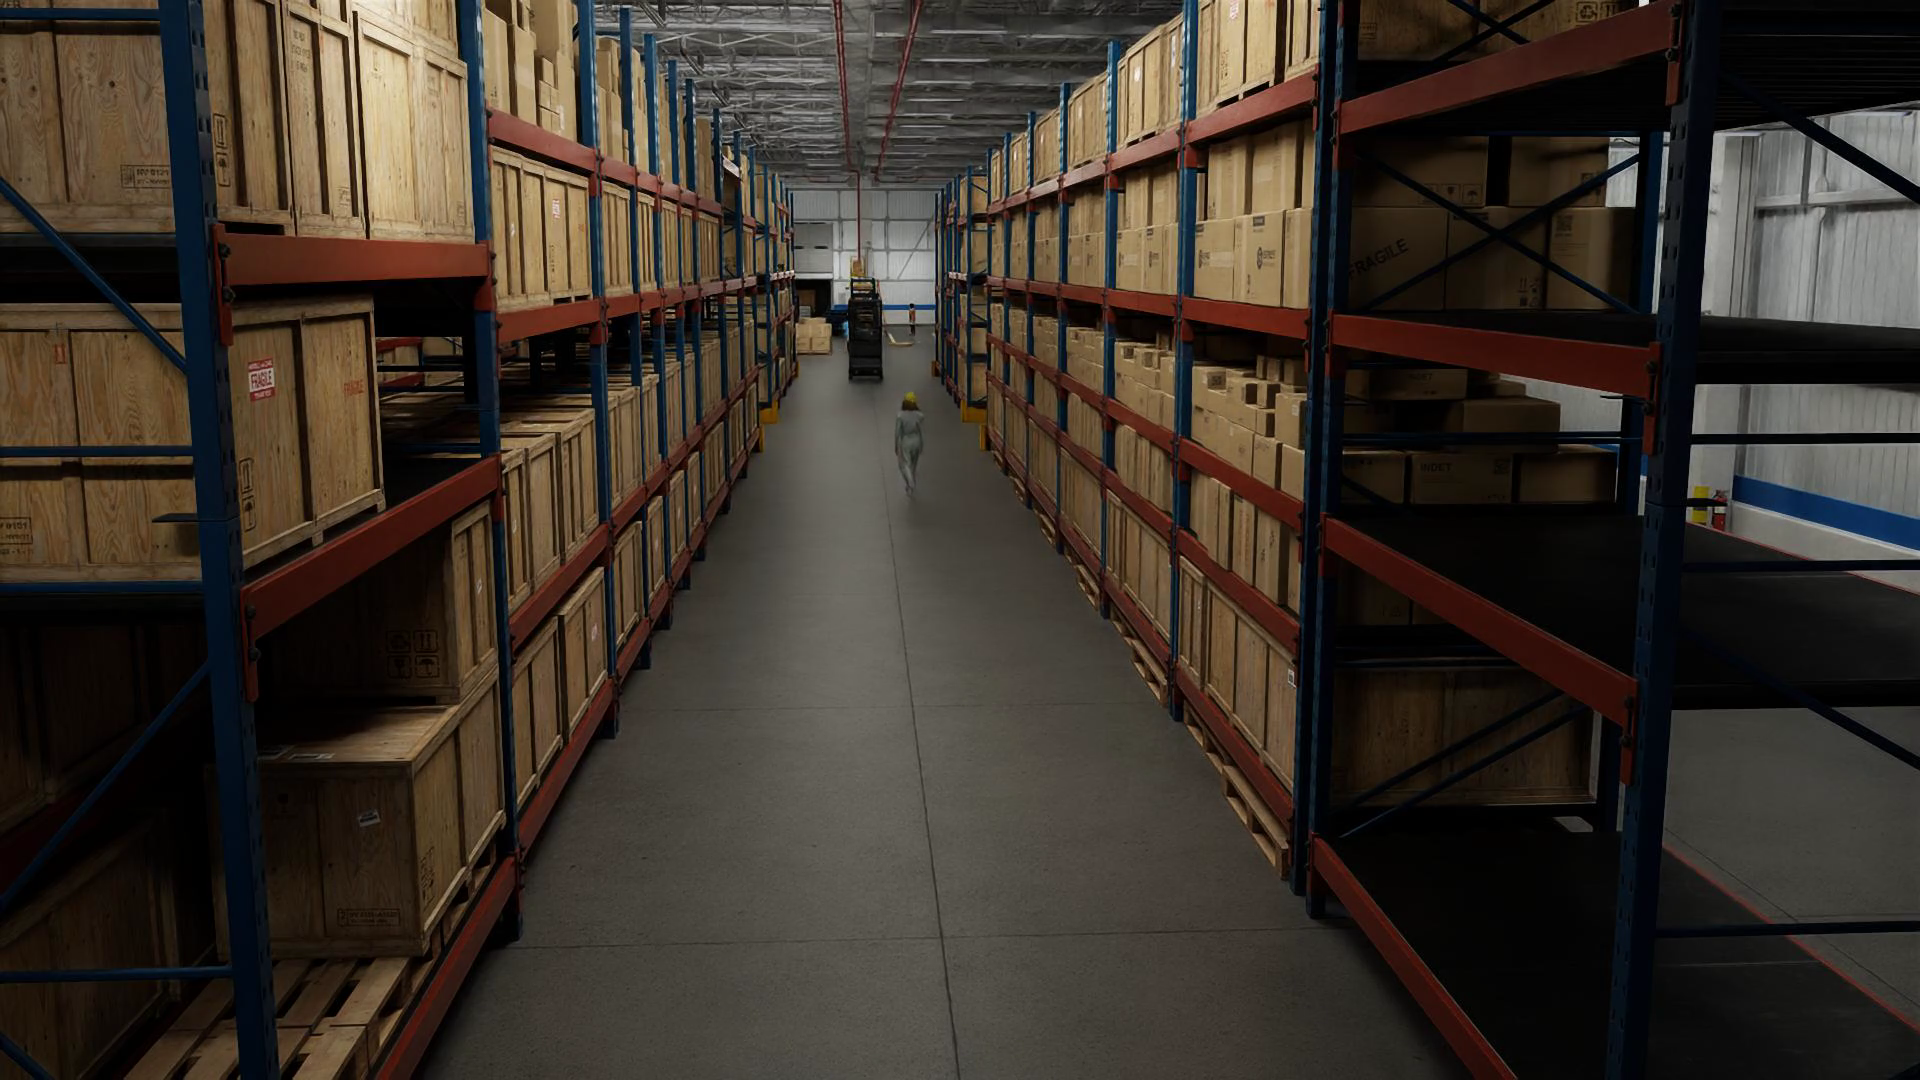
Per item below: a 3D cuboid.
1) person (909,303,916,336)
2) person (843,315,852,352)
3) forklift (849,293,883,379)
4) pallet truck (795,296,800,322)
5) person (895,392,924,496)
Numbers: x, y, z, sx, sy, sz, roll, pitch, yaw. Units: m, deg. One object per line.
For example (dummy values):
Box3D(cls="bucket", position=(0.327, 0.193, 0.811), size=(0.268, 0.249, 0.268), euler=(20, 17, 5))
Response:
Box3D(cls="person", position=(-2.487, -11.502, 86.742), size=(0.319, 1.687, 0.539), euler=(4, 10, 23))
Box3D(cls="person", position=(-4.550, -8.484, 68.751), size=(0.585, 1.660, 0.613), euler=(0, 10, 2))
Box3D(cls="forklift", position=(-3.110, -6.722, 54.620), size=(1.129, 2.768, 1.873), euler=(-1, 10, -3))
Box3D(cls="pallet truck", position=(-8.622, -12.439, 91.403), size=(1.885, 1.965, 0.823), euler=(2, 10, 13))
Box3D(cls="person", position=(-0.809, -1.551, 27.164), size=(0.497, 1.725, 0.487), euler=(-3, 10, -18))
